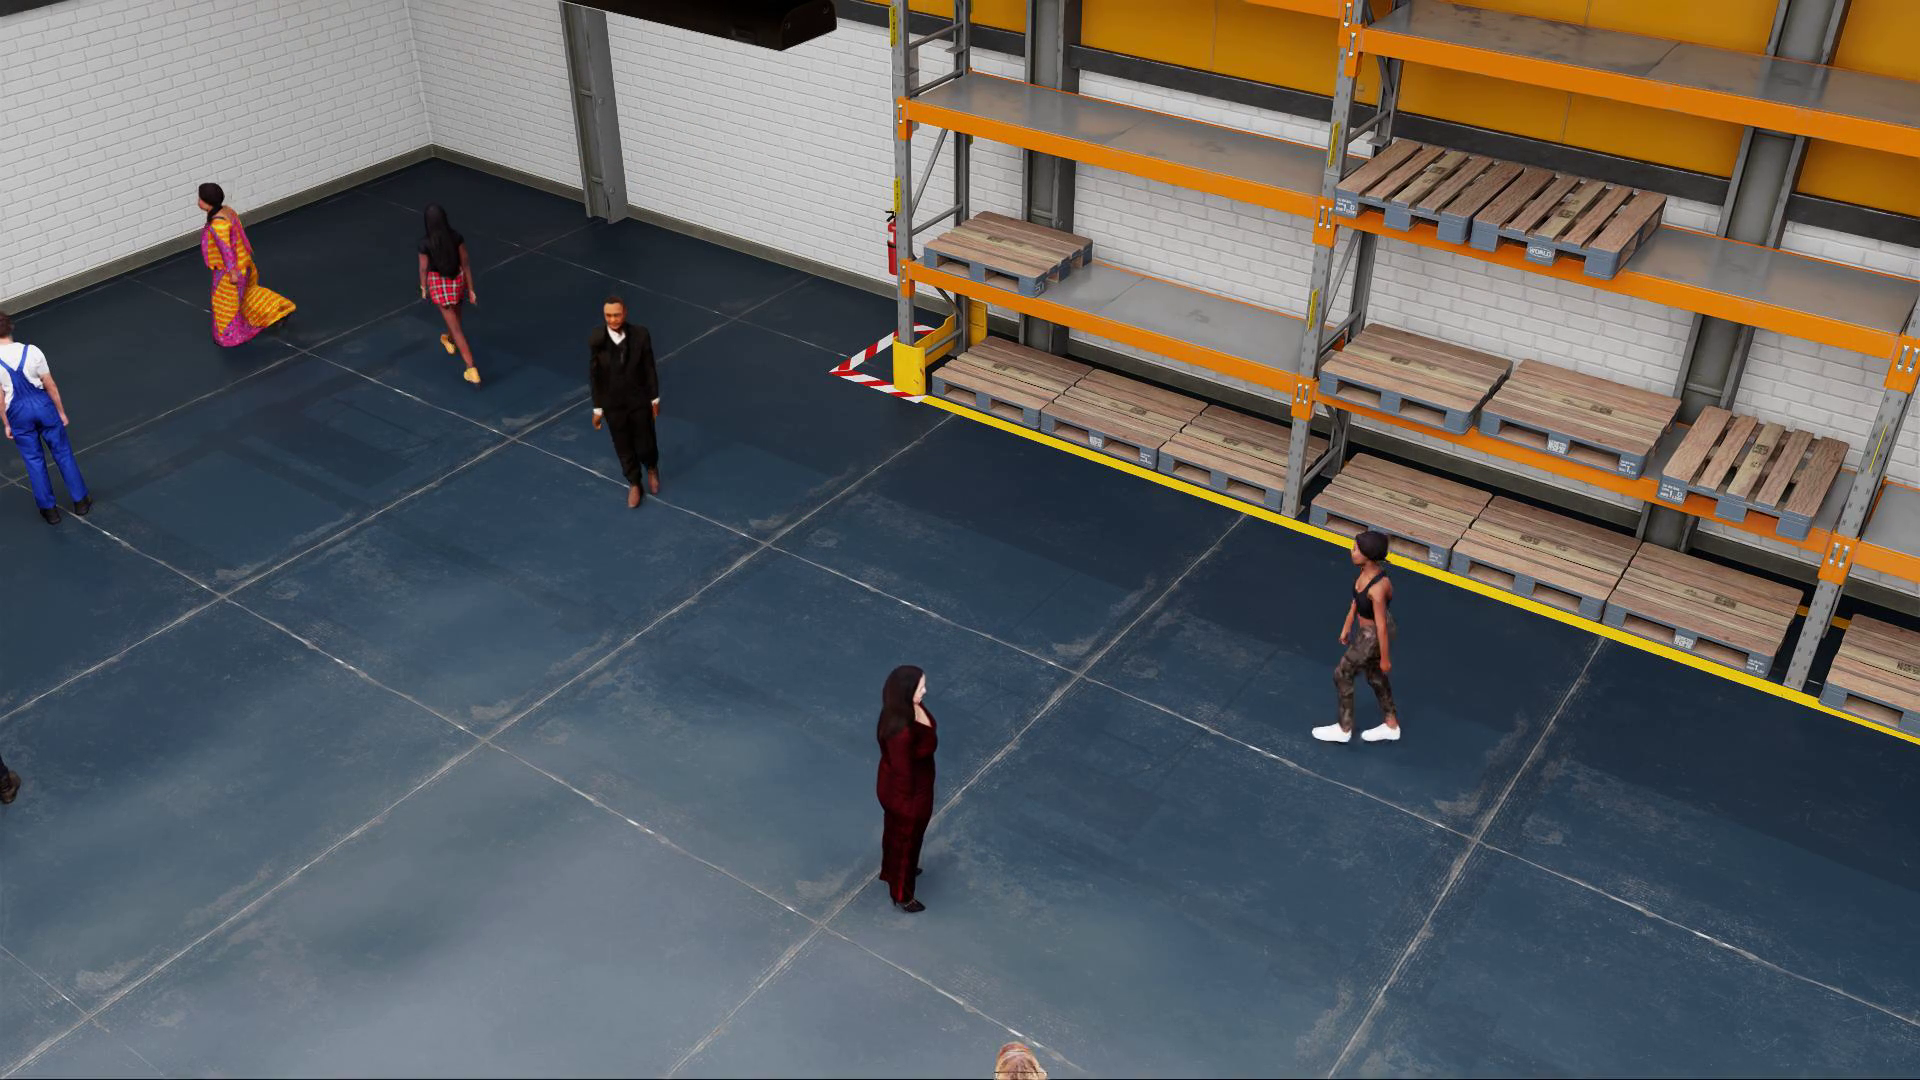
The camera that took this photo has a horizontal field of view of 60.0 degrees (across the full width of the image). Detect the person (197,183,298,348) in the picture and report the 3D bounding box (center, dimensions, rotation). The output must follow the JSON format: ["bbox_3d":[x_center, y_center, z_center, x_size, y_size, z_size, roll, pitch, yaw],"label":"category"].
[{"bbox_3d":[-7.049,-2.699,16.219,1.116,1.652,1.095,-8,34,-12],"label":"person"}]

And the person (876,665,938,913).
[{"bbox_3d":[-0.336,1.455,9.878,0.801,1.753,0.762,-2,34,-3],"label":"person"}]

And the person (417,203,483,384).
[{"bbox_3d":[-4.740,-2.268,15.560,0.820,1.664,1.298,-26,41,-33],"label":"person"}]

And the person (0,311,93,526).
[{"bbox_3d":[-7.527,-1.004,13.489,0.709,1.851,0.696,-19,38,-26],"label":"person"}]

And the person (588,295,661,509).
[{"bbox_3d":[-2.742,-1.182,13.723,0.867,1.888,0.933,-1,34,-1],"label":"person"}]

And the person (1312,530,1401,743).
[{"bbox_3d":[2.822,0.694,11.103,0.939,1.664,0.809,-1,34,-1],"label":"person"}]
